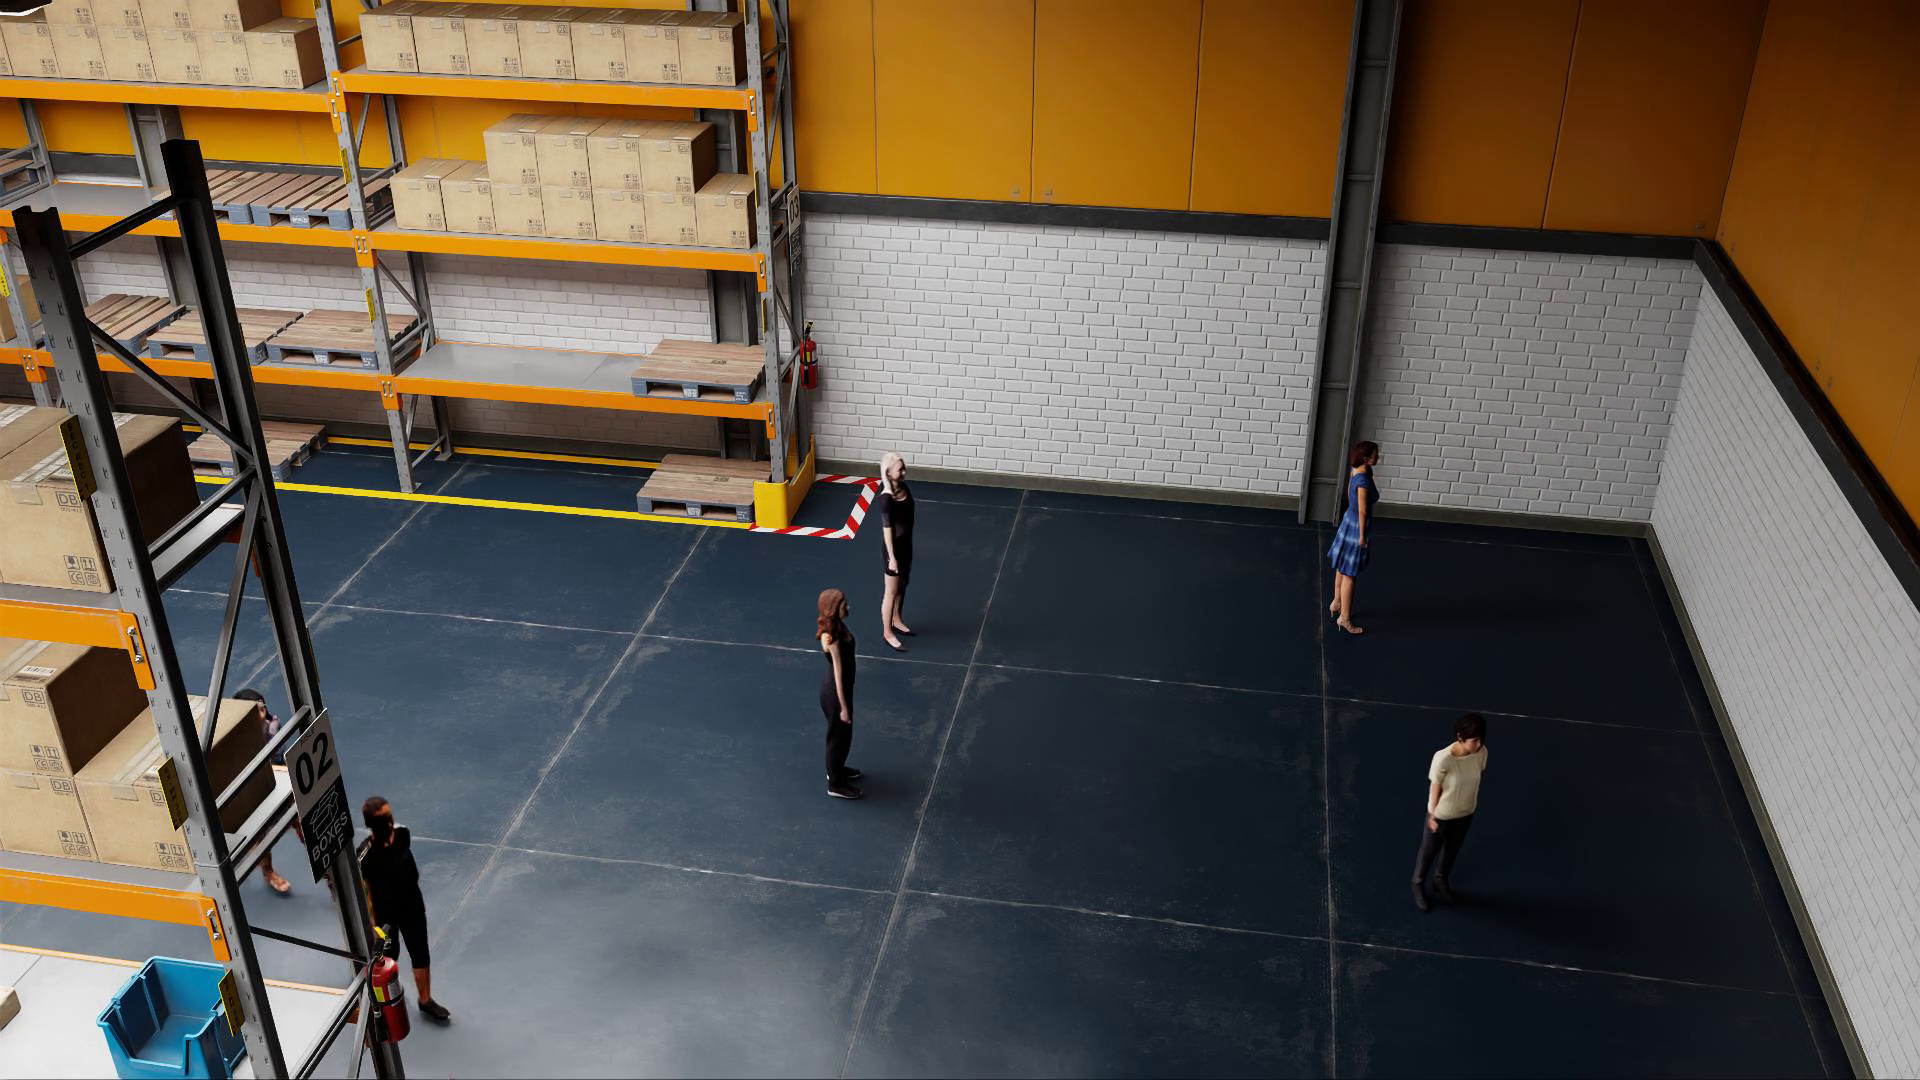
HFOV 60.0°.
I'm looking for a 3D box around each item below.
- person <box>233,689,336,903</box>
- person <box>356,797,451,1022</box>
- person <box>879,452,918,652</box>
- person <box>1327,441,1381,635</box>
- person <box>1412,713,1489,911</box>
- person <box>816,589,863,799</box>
[{"bbox_3d":[-4.762,1.752,11.355,1.167,1.693,0.871,14,32,24],"label":"person"},{"bbox_3d":[-3.610,2.284,10.428,1.052,1.646,0.836,17,33,28],"label":"person"},{"bbox_3d":[-0.543,0.078,14.282,0.539,1.829,0.621,9,30,15],"label":"person"},{"bbox_3d":[3.460,-0.043,14.528,0.629,1.805,0.704,0,29,1],"label":"person"},{"bbox_3d":[3.334,1.836,11.318,0.611,1.581,0.725,-10,30,-17],"label":"person"},{"bbox_3d":[-0.924,1.127,12.443,0.589,1.748,0.621,-1,29,-2],"label":"person"}]
